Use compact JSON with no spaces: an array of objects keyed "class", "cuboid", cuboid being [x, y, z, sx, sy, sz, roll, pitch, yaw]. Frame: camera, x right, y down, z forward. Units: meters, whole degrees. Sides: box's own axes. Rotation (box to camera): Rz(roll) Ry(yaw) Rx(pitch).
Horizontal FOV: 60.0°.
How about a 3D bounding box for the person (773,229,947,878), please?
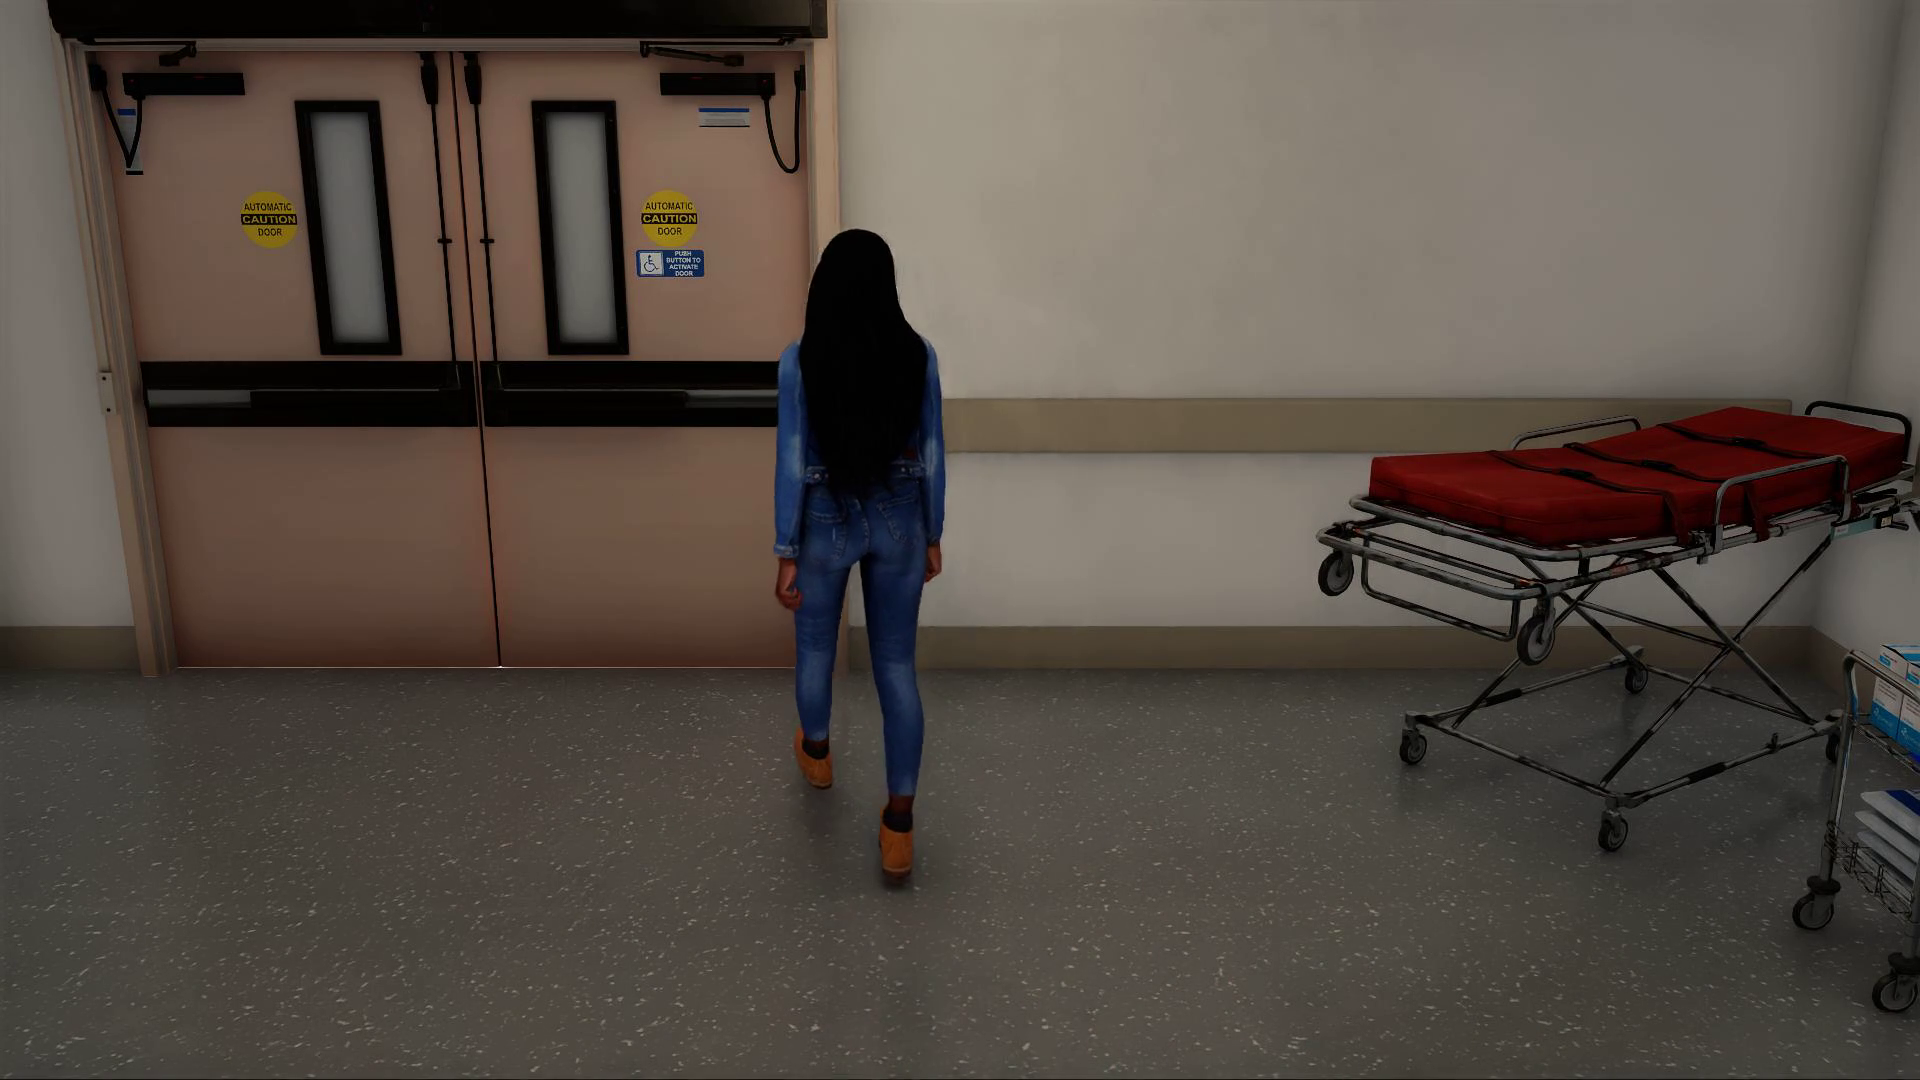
[{"class":"person","cuboid":[-0.235,0.067,4.386,0.800,1.677,1.130,-4,16,-13]}]
